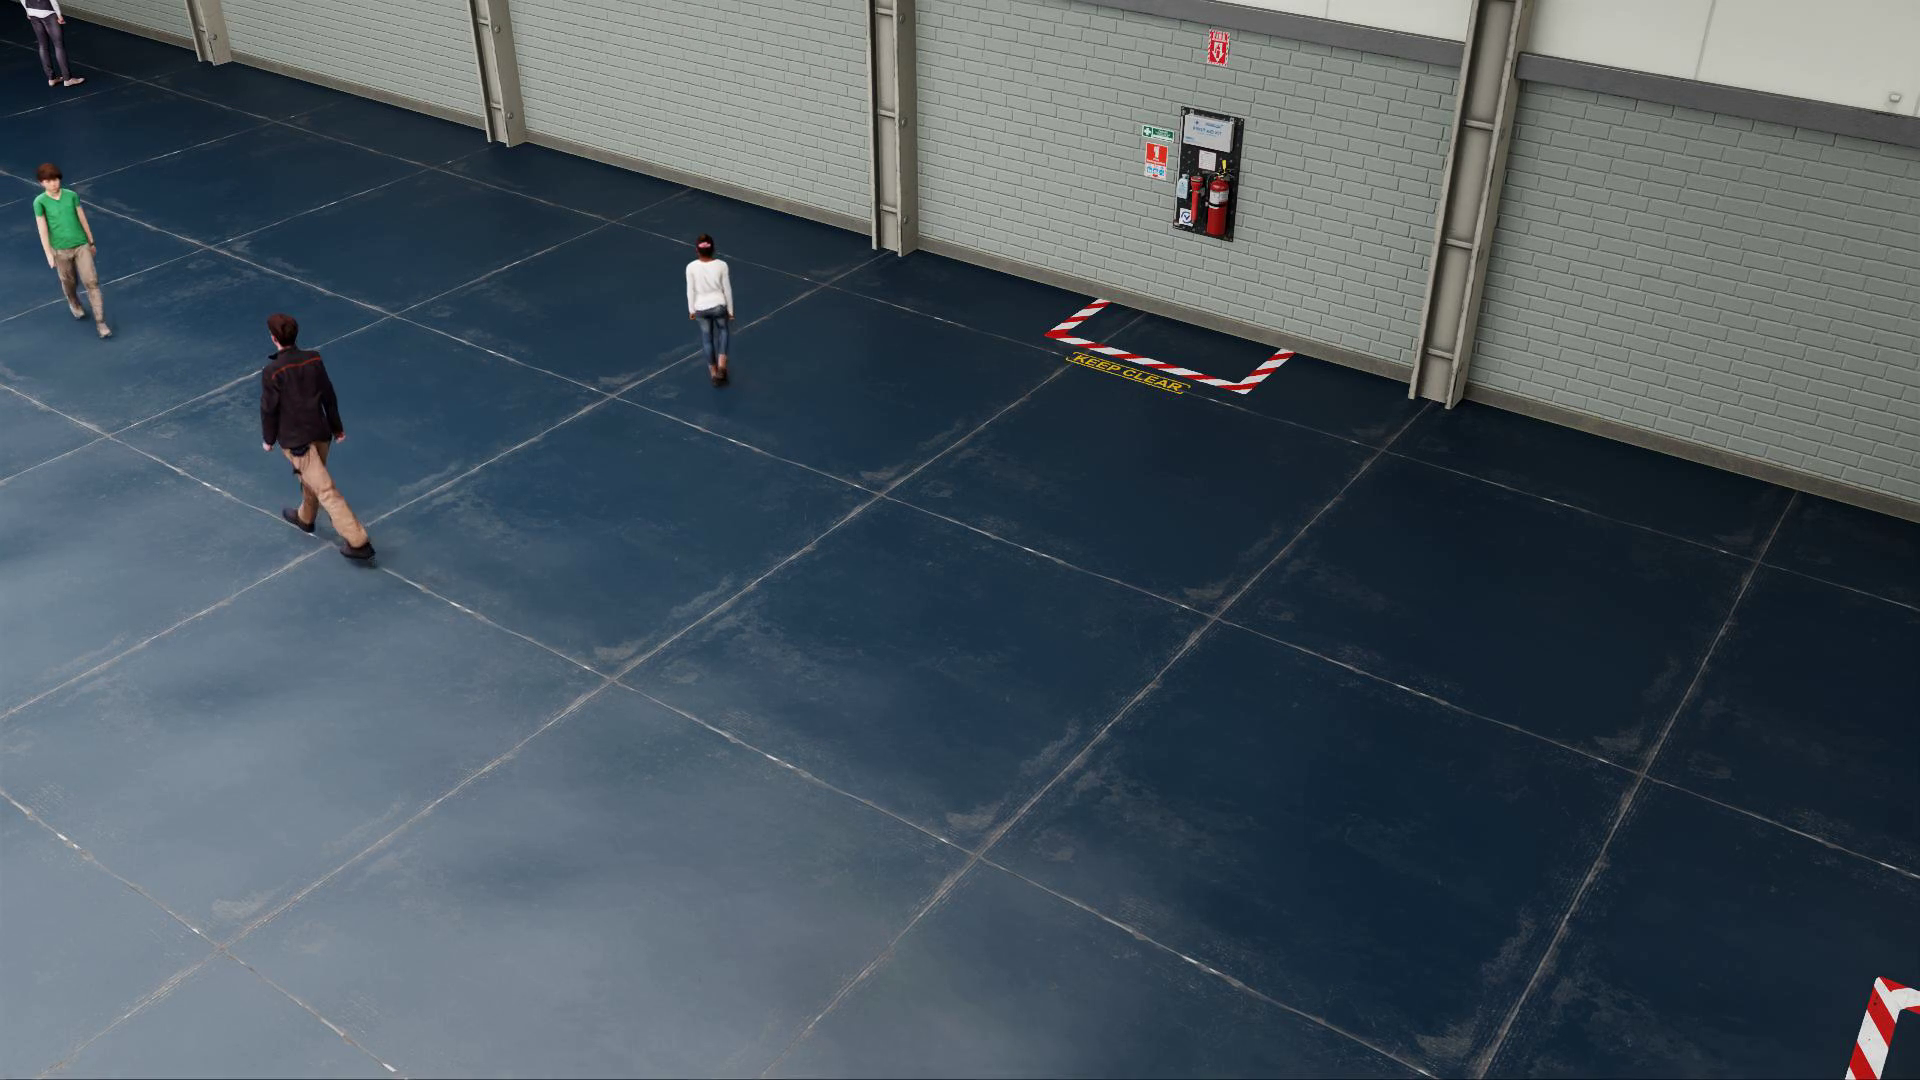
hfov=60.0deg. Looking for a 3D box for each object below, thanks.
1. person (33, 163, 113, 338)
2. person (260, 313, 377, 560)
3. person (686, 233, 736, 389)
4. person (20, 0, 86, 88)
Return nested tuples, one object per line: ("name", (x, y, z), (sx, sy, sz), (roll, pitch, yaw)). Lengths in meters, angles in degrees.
("person", (-8.367, -2.750, 15.595), (0.818, 1.623, 1.132), (-21, 38, -30))
("person", (-4.686, -0.683, 12.085), (1.297, 1.872, 0.777), (17, 36, 25))
("person", (-2.181, -2.003, 14.572), (0.627, 1.450, 0.689), (-5, 33, -7))
("person", (-12.160, -6.956, 22.076), (0.669, 1.823, 0.829), (7, 33, 10))
